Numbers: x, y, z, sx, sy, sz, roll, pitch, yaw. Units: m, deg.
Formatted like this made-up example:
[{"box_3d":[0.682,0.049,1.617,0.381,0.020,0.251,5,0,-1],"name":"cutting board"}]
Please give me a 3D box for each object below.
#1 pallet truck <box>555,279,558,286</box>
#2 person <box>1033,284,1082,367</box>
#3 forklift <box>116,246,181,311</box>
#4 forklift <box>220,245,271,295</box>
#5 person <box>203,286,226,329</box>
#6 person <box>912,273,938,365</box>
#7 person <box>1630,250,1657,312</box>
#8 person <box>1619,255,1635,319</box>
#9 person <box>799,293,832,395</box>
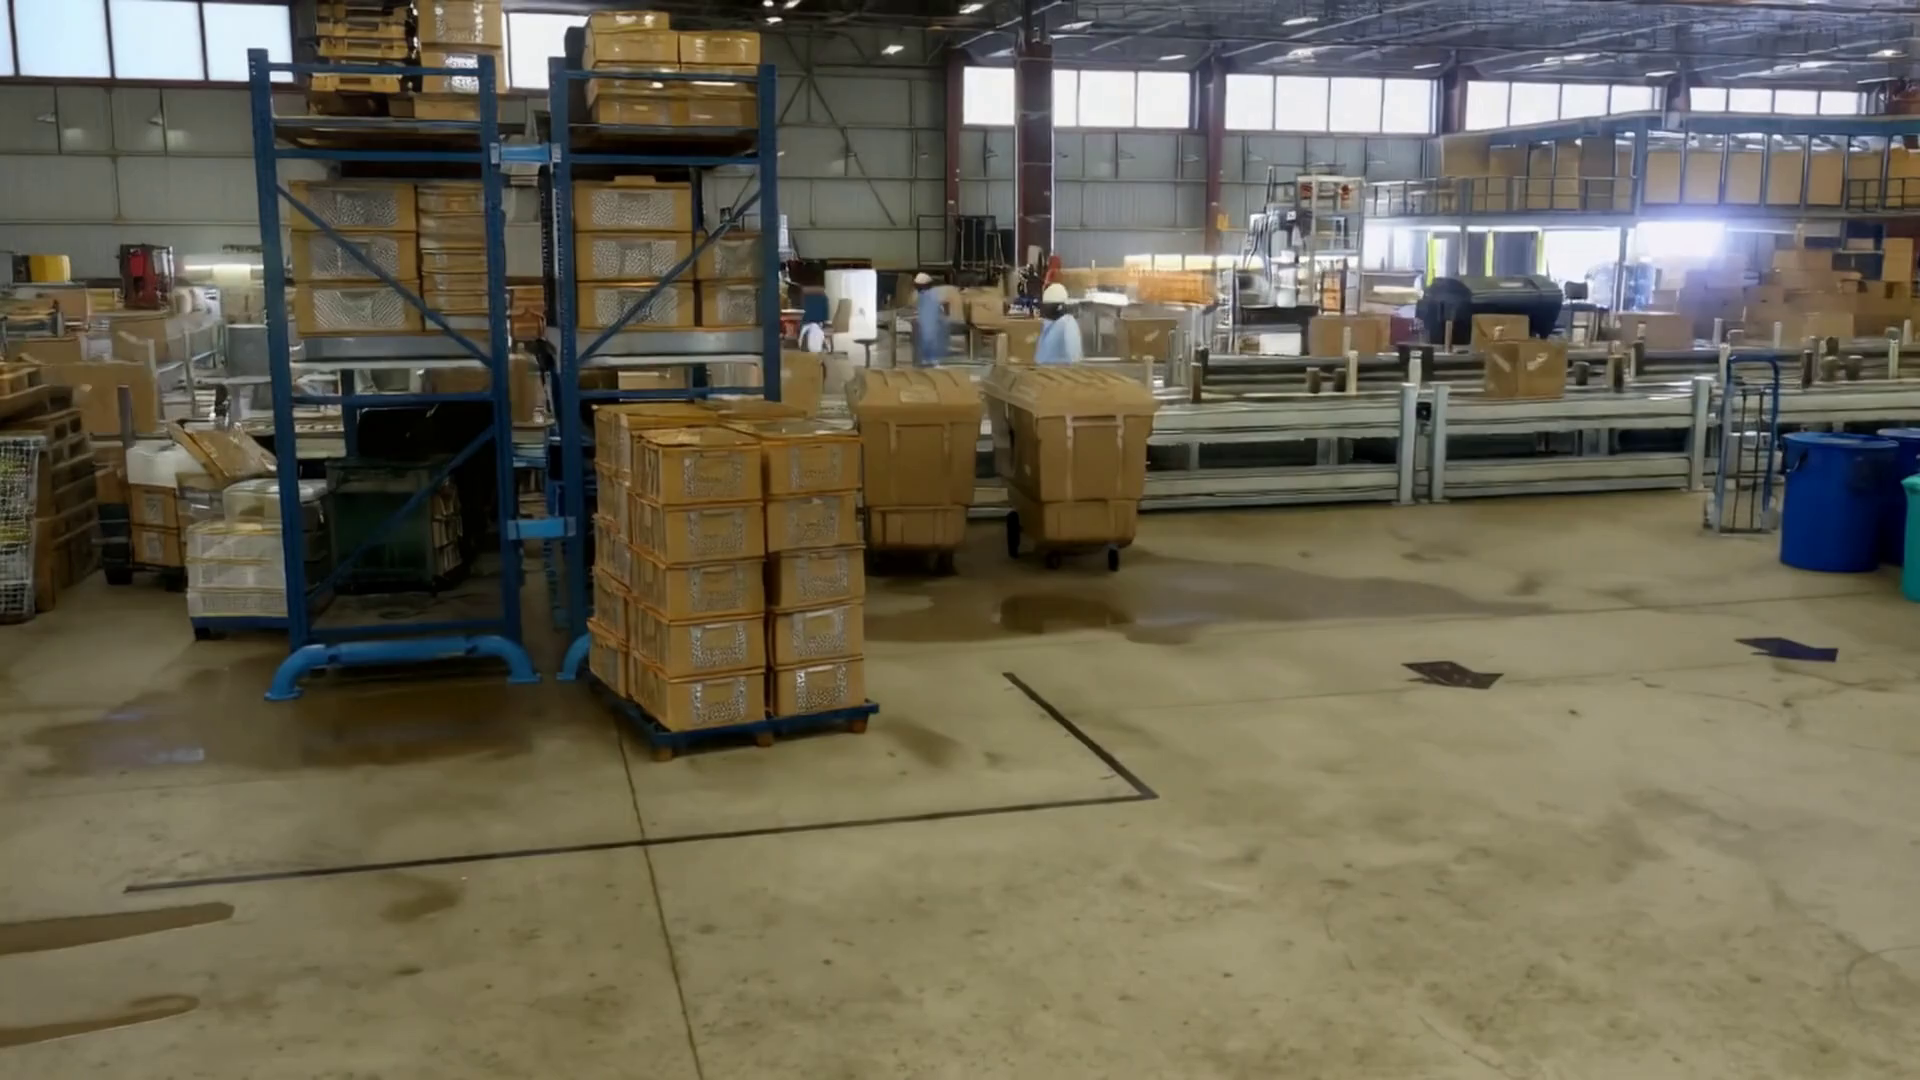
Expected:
[{"box_3d":[-10.604,-6.375,44.520,0.653,1.274,1.630,-3,10,-15],"name":"pallet truck"},{"box_3d":[0.910,-1.503,15.588,0.952,1.779,0.581,-3,10,-15],"name":"person"},{"box_3d":[-19.966,-6.232,40.894,1.157,1.987,2.680,-3,10,-15],"name":"forklift"},{"box_3d":[-17.749,-6.334,41.440,1.157,1.987,2.680,-3,10,-17],"name":"forklift"},{"box_3d":[-16.616,-5.339,37.179,0.586,1.823,0.403,4,11,22],"name":"person"},{"box_3d":[-0.438,-2.937,23.801,0.503,1.750,0.542,2,10,10],"name":"person"},{"box_3d":[17.034,-6.211,41.525,0.609,2.034,0.397,2,10,13],"name":"person"},{"box_3d":[19.429,-7.315,48.269,0.595,1.852,0.776,-1,10,-4],"name":"person"},{"box_3d":[-1.394,-1.532,16.037,0.412,1.679,0.547,-3,10,-17],"name":"person"}]
